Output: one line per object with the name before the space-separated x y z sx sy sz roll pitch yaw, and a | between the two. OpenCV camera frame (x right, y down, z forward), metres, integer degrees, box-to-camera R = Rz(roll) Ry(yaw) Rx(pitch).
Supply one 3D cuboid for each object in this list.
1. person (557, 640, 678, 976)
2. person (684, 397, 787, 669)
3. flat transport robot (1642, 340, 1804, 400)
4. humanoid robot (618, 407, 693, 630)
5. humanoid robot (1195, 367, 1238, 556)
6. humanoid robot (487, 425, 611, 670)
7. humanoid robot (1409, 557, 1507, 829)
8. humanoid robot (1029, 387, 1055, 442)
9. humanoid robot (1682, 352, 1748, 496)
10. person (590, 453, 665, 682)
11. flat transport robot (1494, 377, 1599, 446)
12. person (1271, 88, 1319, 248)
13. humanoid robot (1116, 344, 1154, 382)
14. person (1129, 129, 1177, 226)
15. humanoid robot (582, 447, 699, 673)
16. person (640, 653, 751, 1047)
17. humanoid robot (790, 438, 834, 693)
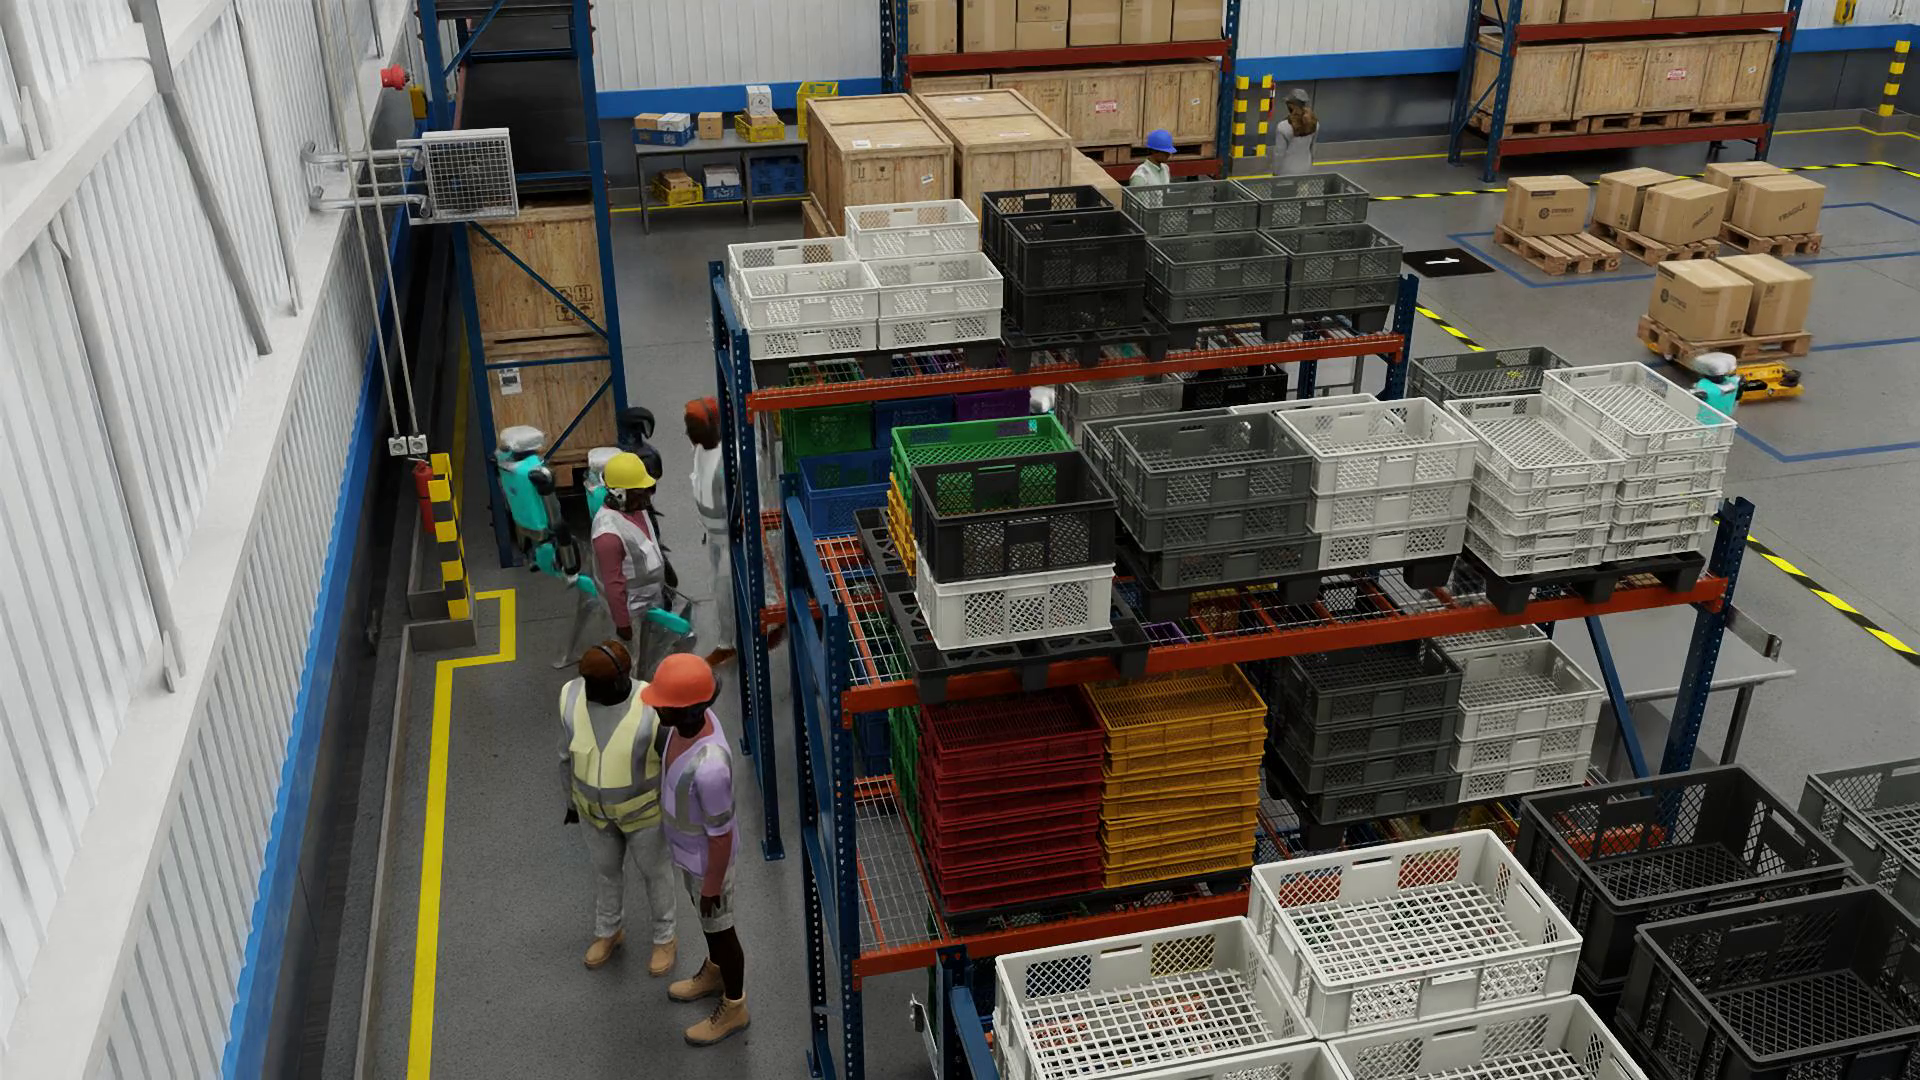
person | -1.612 1.278 7.941 0.619 1.839 0.431 6 28 11
person | -1.411 -0.045 10.412 0.538 1.871 0.604 -18 33 -30
flat transport robot | 6.937 -1.654 15.155 0.652 0.197 1.431 -6 28 -12
humanoid robot | -2.022 -0.117 10.764 0.503 1.643 0.602 -9 29 -17
humanoid robot | 1.721 -0.439 11.362 0.358 1.642 0.603 0 28 0
humanoid robot | -2.438 0.051 10.406 0.537 1.808 0.791 20 34 33
humanoid robot | 2.652 0.821 8.983 0.589 1.650 0.411 19 33 31
humanoid robot | 0.319 -0.231 10.806 0.709 1.702 0.530 18 33 30
humanoid robot | 4.906 -0.533 11.524 0.554 1.757 1.046 -15 31 -26
person | -1.924 0.325 9.768 0.405 1.823 0.589 2 28 4
flat transport robot | 4.780 -1.036 14.013 0.659 0.231 1.431 -6 28 -12
person | 3.604 -3.988 18.001 0.572 1.768 0.399 -16 32 -28
humanoid robot | 1.498 -1.717 13.840 0.575 1.885 0.830 -21 34 -34
person | 1.818 -2.950 15.857 0.412 1.939 0.604 18 33 31
humanoid robot | -1.857 0.265 10.010 0.661 1.837 0.539 -15 31 -26
person | -1.182 1.389 7.508 0.366 2.048 0.604 -10 29 -18
humanoid robot | -0.826 0.143 10.284 0.680 1.623 0.610 -19 33 -31
